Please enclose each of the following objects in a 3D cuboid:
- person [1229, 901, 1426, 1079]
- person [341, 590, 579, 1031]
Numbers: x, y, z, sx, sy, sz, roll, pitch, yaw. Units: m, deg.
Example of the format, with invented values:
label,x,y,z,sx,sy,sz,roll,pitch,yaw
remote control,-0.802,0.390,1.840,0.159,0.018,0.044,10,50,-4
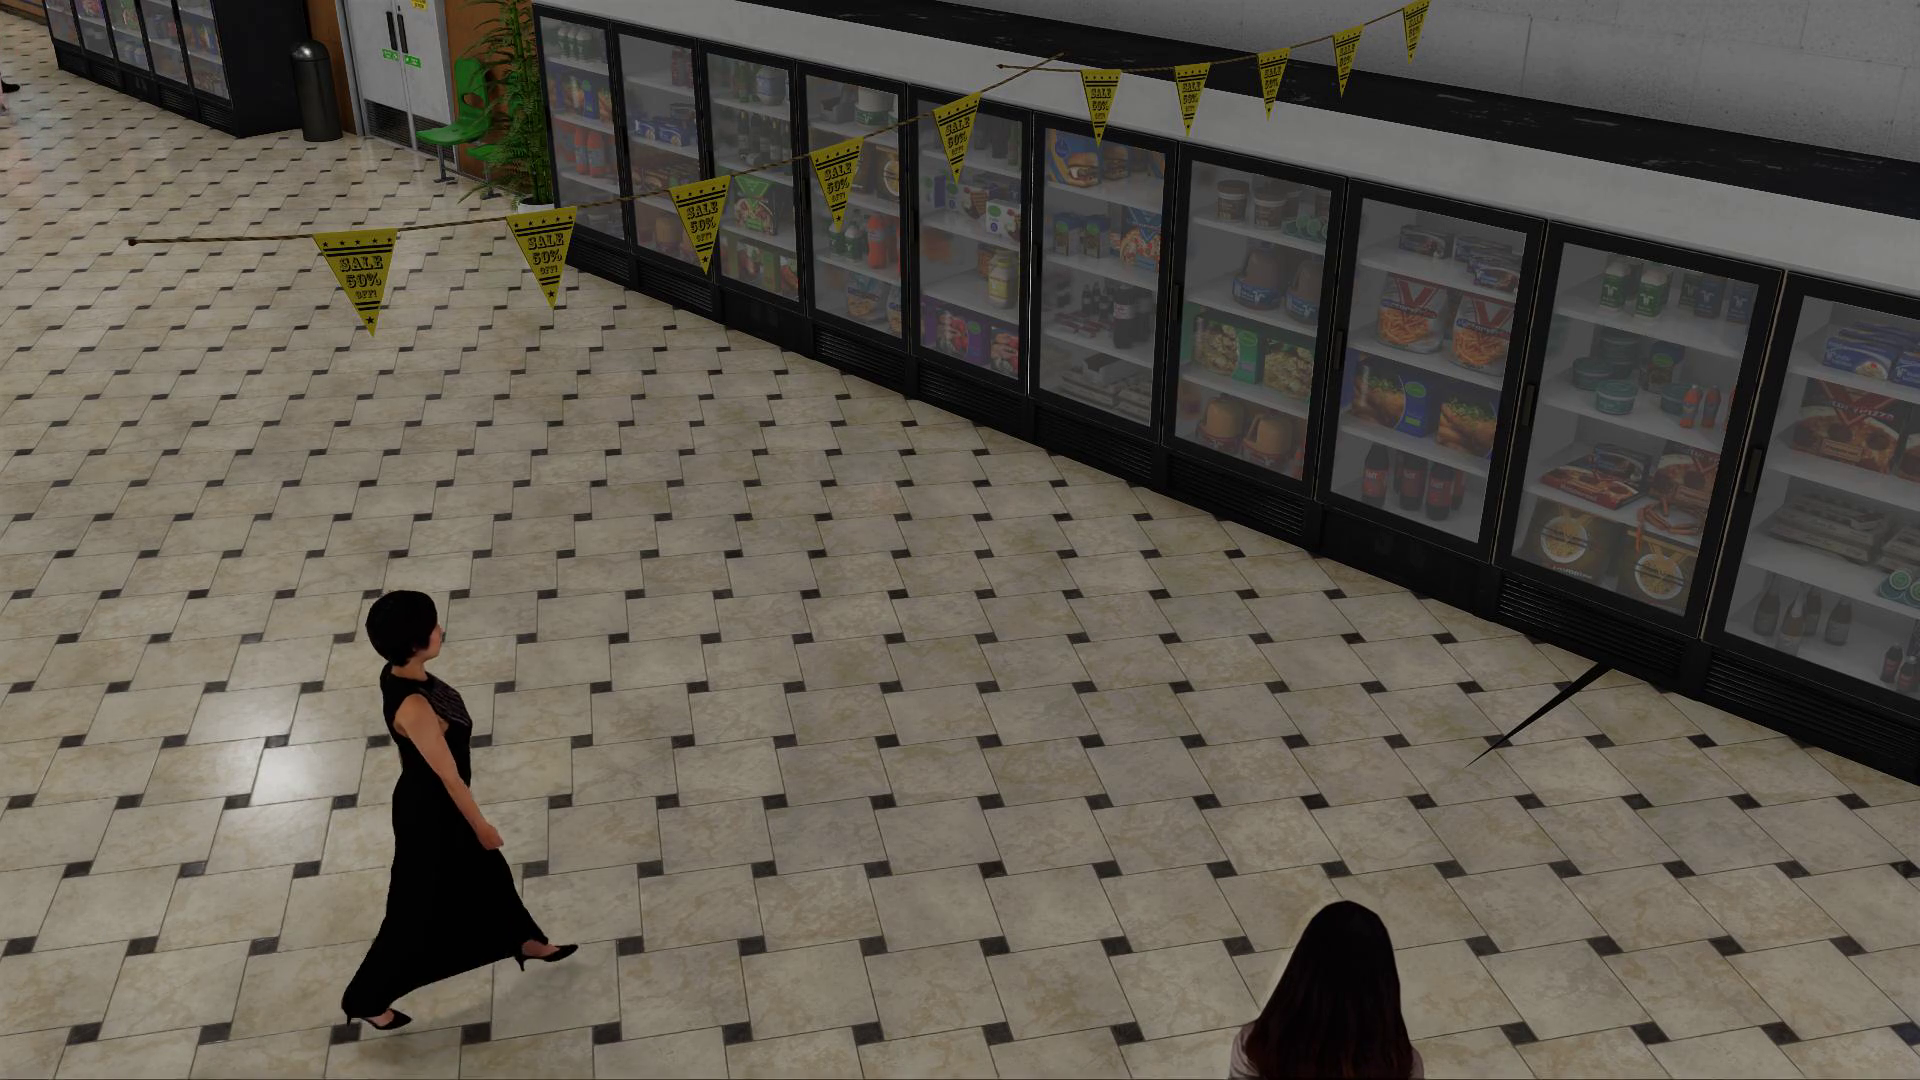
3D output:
label,x,y,z,sx,sy,sz,roll,pitch,yaw
person,0.820,1.572,3.905,0.666,1.746,0.690,4,27,8
person,-1.780,0.933,5.372,1.096,1.559,0.830,-11,29,-21
